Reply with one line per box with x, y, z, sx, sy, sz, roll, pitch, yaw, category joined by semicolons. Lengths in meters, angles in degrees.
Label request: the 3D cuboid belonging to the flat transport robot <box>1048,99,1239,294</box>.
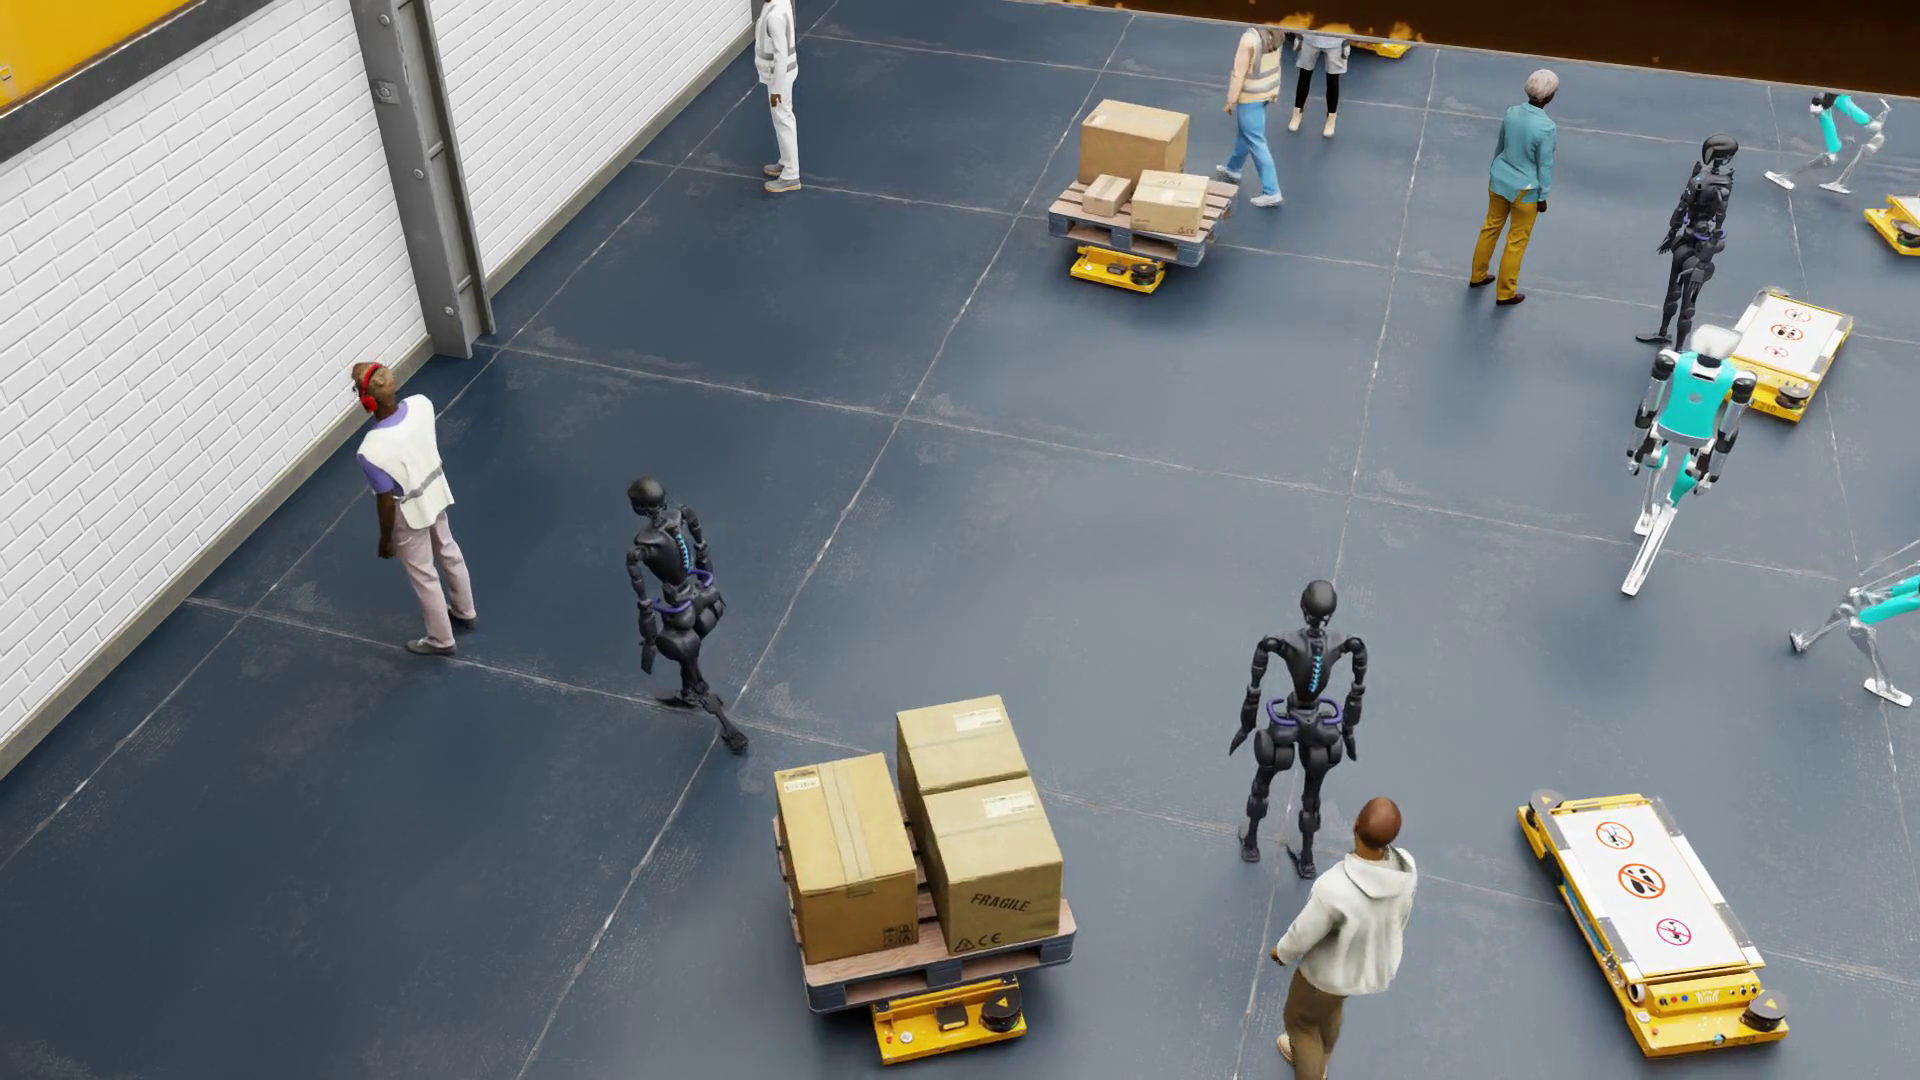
1.426;-2.378;12.962;0.659;0.231;1.431;16;42;19;flat transport robot

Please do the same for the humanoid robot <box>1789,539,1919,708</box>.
4.932;0.084;8.781;0.843;1.842;0.560;26;46;29;humanoid robot

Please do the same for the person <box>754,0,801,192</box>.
-1.472;-3.723;13.347;0.343;1.882;0.586;-3;39;-3;person

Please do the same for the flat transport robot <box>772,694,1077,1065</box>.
-0.192;1.758;7.817;0.659;0.231;1.431;-9;40;-11;flat transport robot

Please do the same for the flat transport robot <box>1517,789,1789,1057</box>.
3.232;1.742;7.838;0.659;0.231;1.431;-5;39;-7;flat transport robot

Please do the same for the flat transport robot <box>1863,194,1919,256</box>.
7.979;-2.478;13.087;1.431;0.231;0.659;-1;39;-1;flat transport robot

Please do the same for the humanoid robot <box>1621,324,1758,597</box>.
4.169;-0.577;9.590;0.535;1.769;1.020;20;43;23;humanoid robot

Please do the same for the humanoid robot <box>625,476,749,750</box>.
-1.391;0.381;8.449;0.684;1.635;0.613;19;43;22;humanoid robot

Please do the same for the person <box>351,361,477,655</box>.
-2.916;-0.155;8.940;0.373;1.843;0.569;12;40;14;person

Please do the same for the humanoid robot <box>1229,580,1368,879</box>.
1.580;0.903;7.773;0.601;1.638;0.406;-1;39;-2;humanoid robot

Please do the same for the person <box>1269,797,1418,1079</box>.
1.544;1.698;6.718;0.552;1.735;0.457;-21;43;-24;person

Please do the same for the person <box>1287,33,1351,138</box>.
3.096;-4.263;14.176;0.534;1.688;0.323;15;41;18;person

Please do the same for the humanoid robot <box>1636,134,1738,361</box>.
4.994;-1.983;11.338;0.315;1.655;0.599;-1;39;-2;humanoid robot

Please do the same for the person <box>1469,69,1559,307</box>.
4.022;-2.534;11.981;0.342;1.749;0.530;-19;43;-22;person

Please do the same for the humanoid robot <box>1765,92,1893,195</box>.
7.103;-3.505;13.216;0.550;1.775;0.873;-31;48;-33;humanoid robot

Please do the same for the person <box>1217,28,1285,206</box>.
2.388;-3.550;13.296;0.527;1.698;0.799;-31;48;-33;person

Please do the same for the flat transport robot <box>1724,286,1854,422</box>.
5.747;-1.324;11.652;0.659;0.231;1.431;24;45;27;flat transport robot

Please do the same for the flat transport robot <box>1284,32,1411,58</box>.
3.747;-5.060;16.298;1.431;0.231;0.659;22;44;25;flat transport robot
